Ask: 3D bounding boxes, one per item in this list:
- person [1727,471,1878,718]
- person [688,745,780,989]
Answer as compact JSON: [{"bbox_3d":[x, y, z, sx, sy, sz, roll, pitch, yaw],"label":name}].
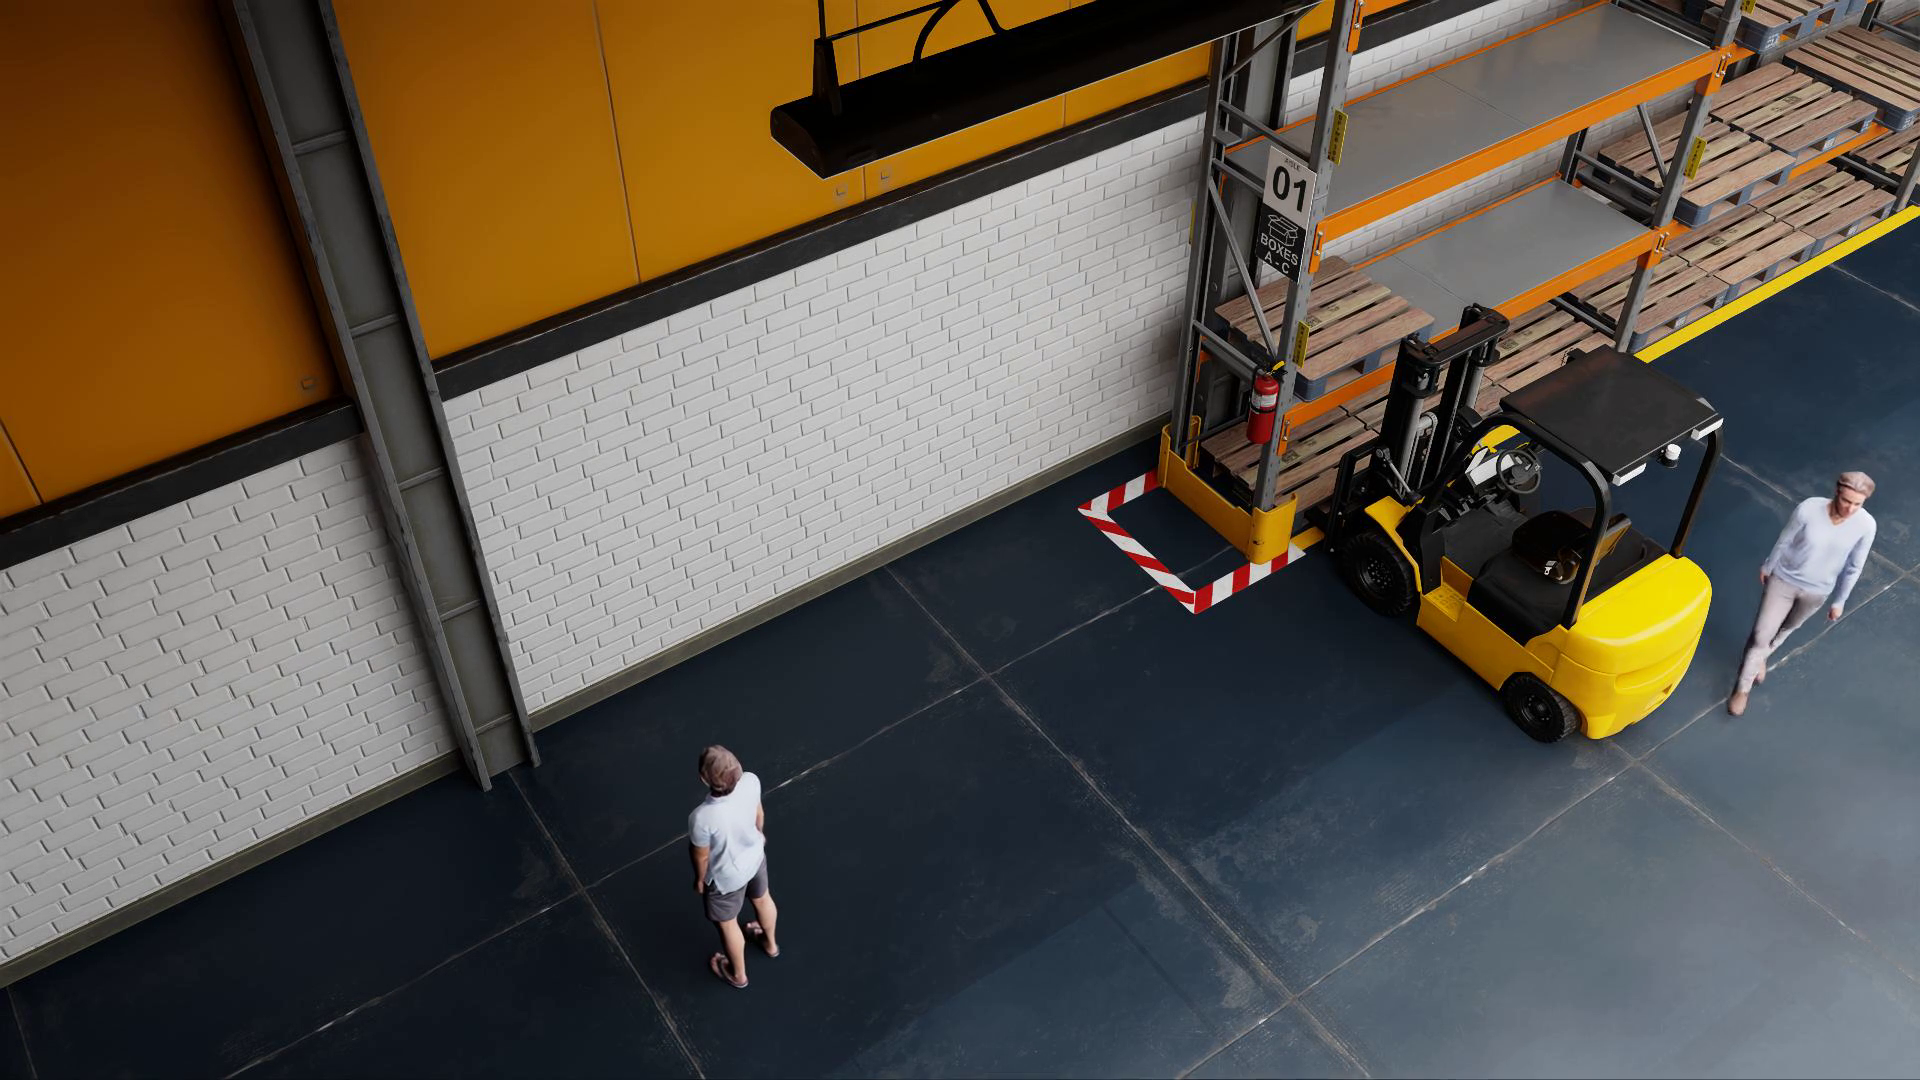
[{"bbox_3d":[5.376,0.218,10.639,0.977,1.867,1.093,14,45,14],"label":"person"},{"bbox_3d":[-1.223,1.771,9.035,0.751,1.831,0.573,31,51,28],"label":"person"}]
